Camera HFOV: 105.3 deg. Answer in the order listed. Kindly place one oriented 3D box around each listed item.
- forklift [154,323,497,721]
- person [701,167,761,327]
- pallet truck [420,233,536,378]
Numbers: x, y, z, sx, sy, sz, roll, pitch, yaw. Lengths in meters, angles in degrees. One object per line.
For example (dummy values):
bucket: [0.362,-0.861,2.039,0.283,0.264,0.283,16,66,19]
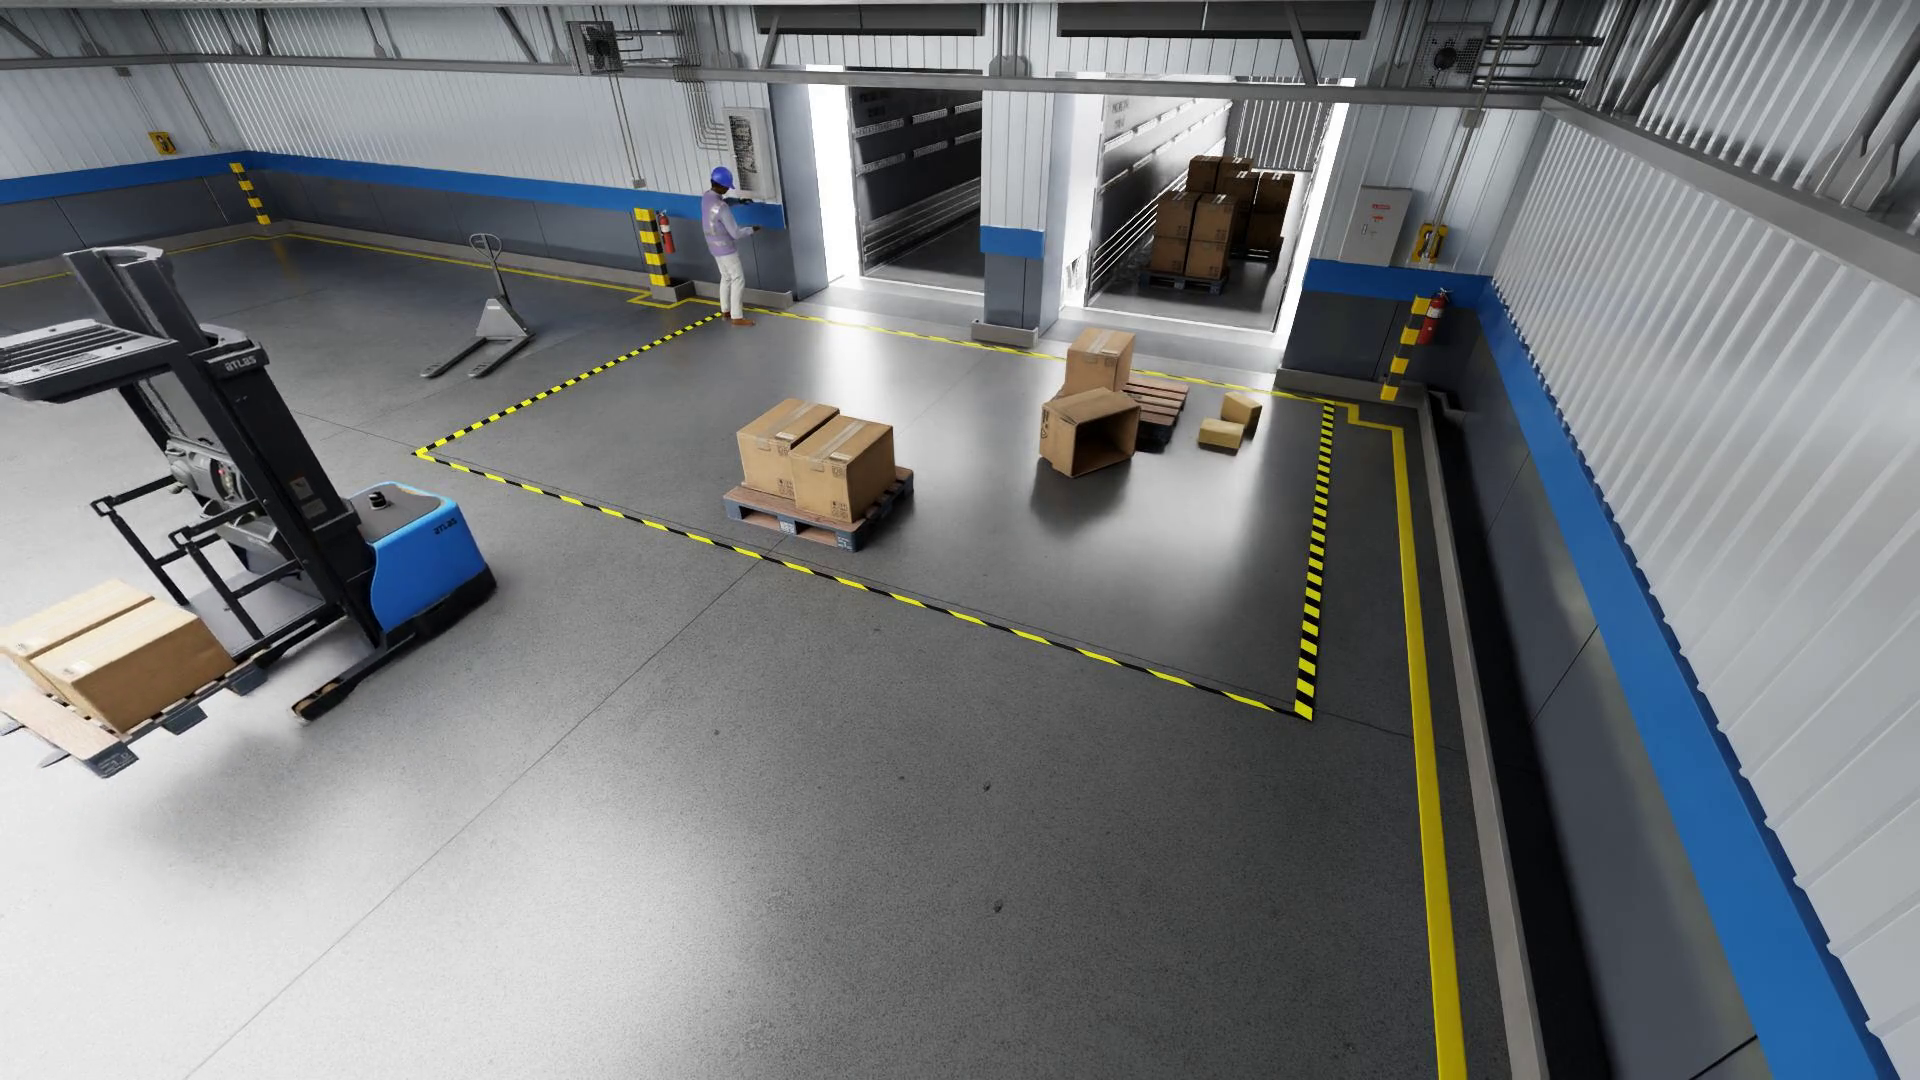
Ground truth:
forklift: [-3.723,-0.309,4.364,0.716,2.013,0.776,14,38,19]
person: [-2.854,-3.714,9.284,0.726,1.879,0.783,-24,42,-30]
pallet truck: [-5.664,-2.712,8.427,0.680,1.201,1.601,0,35,-1]
